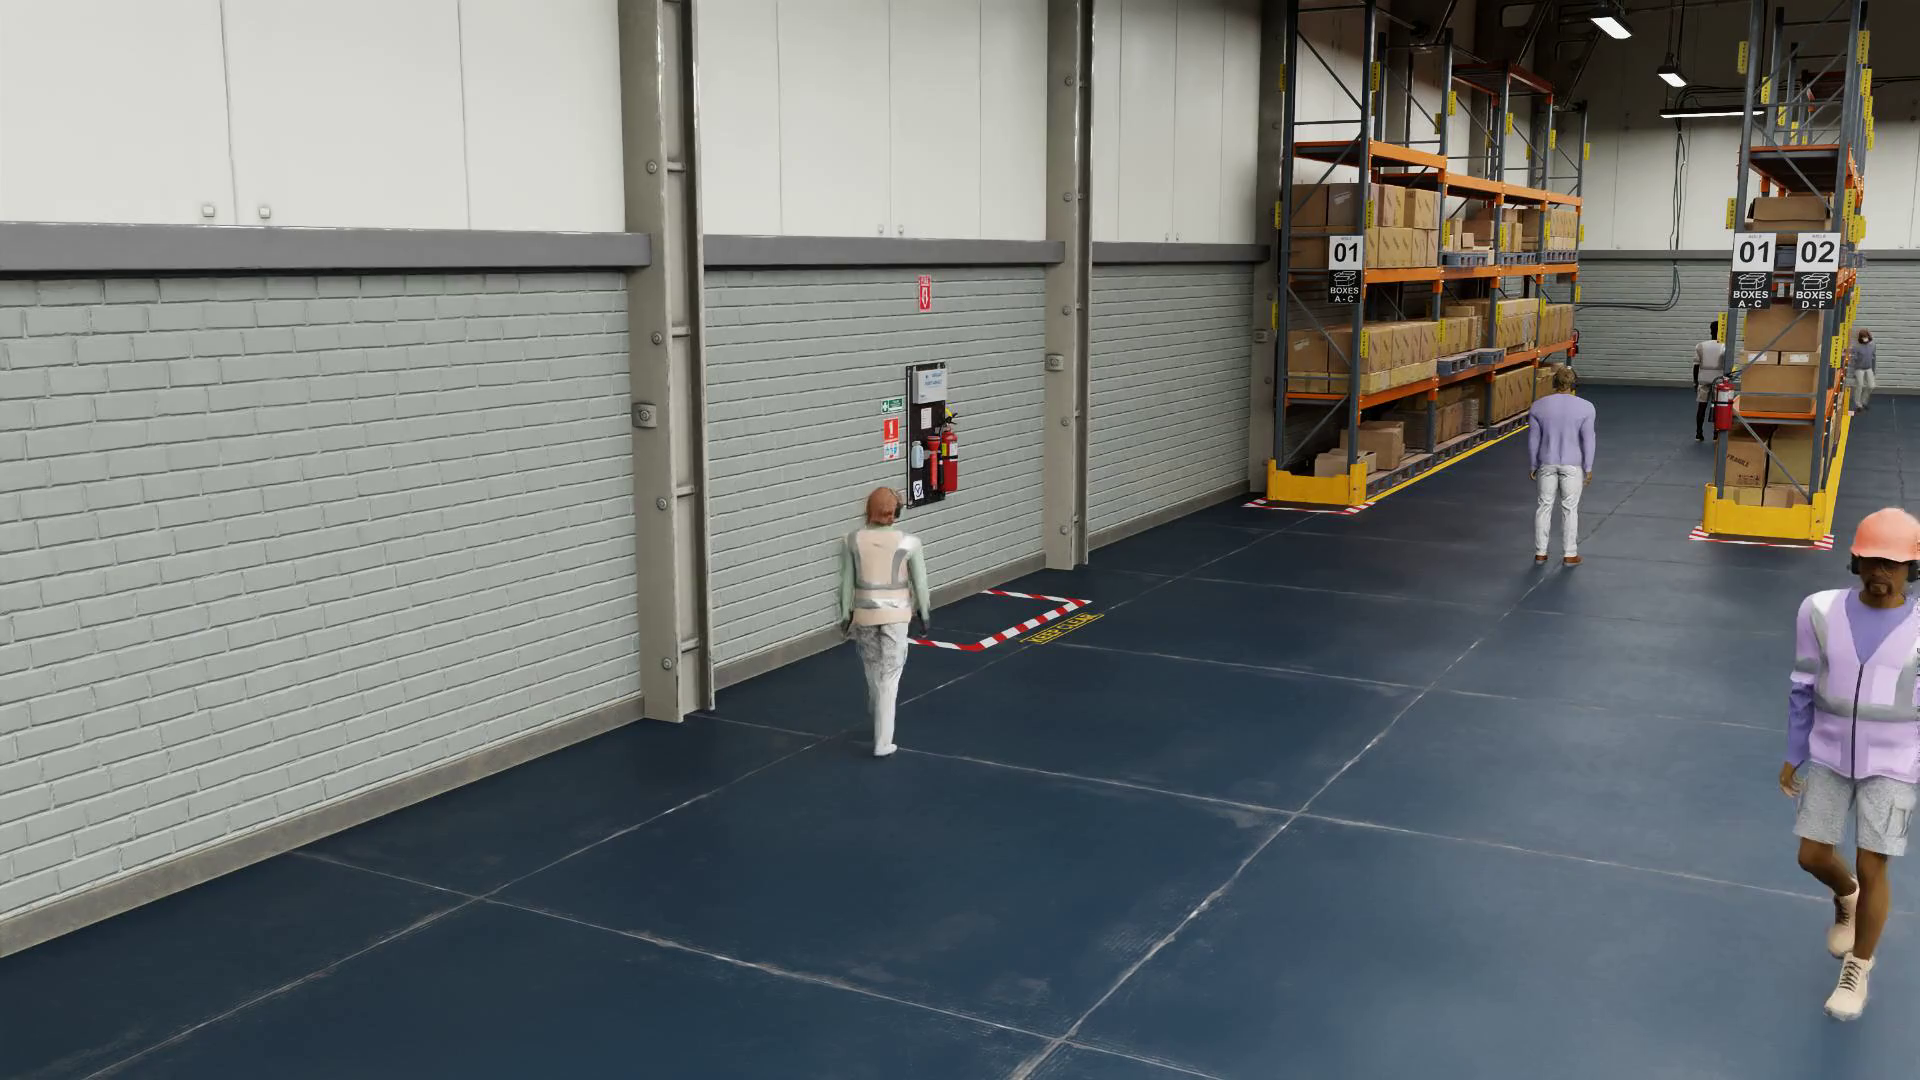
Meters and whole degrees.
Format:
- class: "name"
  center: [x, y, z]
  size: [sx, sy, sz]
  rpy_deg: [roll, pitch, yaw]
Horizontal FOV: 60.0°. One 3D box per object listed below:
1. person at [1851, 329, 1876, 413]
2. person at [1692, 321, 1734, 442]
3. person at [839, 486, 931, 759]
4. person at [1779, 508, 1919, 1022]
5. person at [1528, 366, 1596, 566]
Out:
- class: "person"
  center: [17.292, -3.233, 31.809]
  size: [0.529, 1.607, 0.372]
  rpy_deg: [-1, 10, -6]
- class: "person"
  center: [12.143, -2.558, 26.828]
  size: [0.616, 1.964, 0.361]
  rpy_deg: [8, 13, 41]
- class: "person"
  center: [-0.428, 0.473, 10.146]
  size: [0.533, 1.604, 0.782]
  rpy_deg: [3, 10, 17]
- class: "person"
  center: [3.629, 0.860, 6.619]
  size: [0.596, 2.032, 0.614]
  rpy_deg: [-9, 13, -43]
- class: "person"
  center: [5.812, -0.711, 16.103]
  size: [0.630, 1.940, 0.372]
  rpy_deg: [6, 11, 32]
